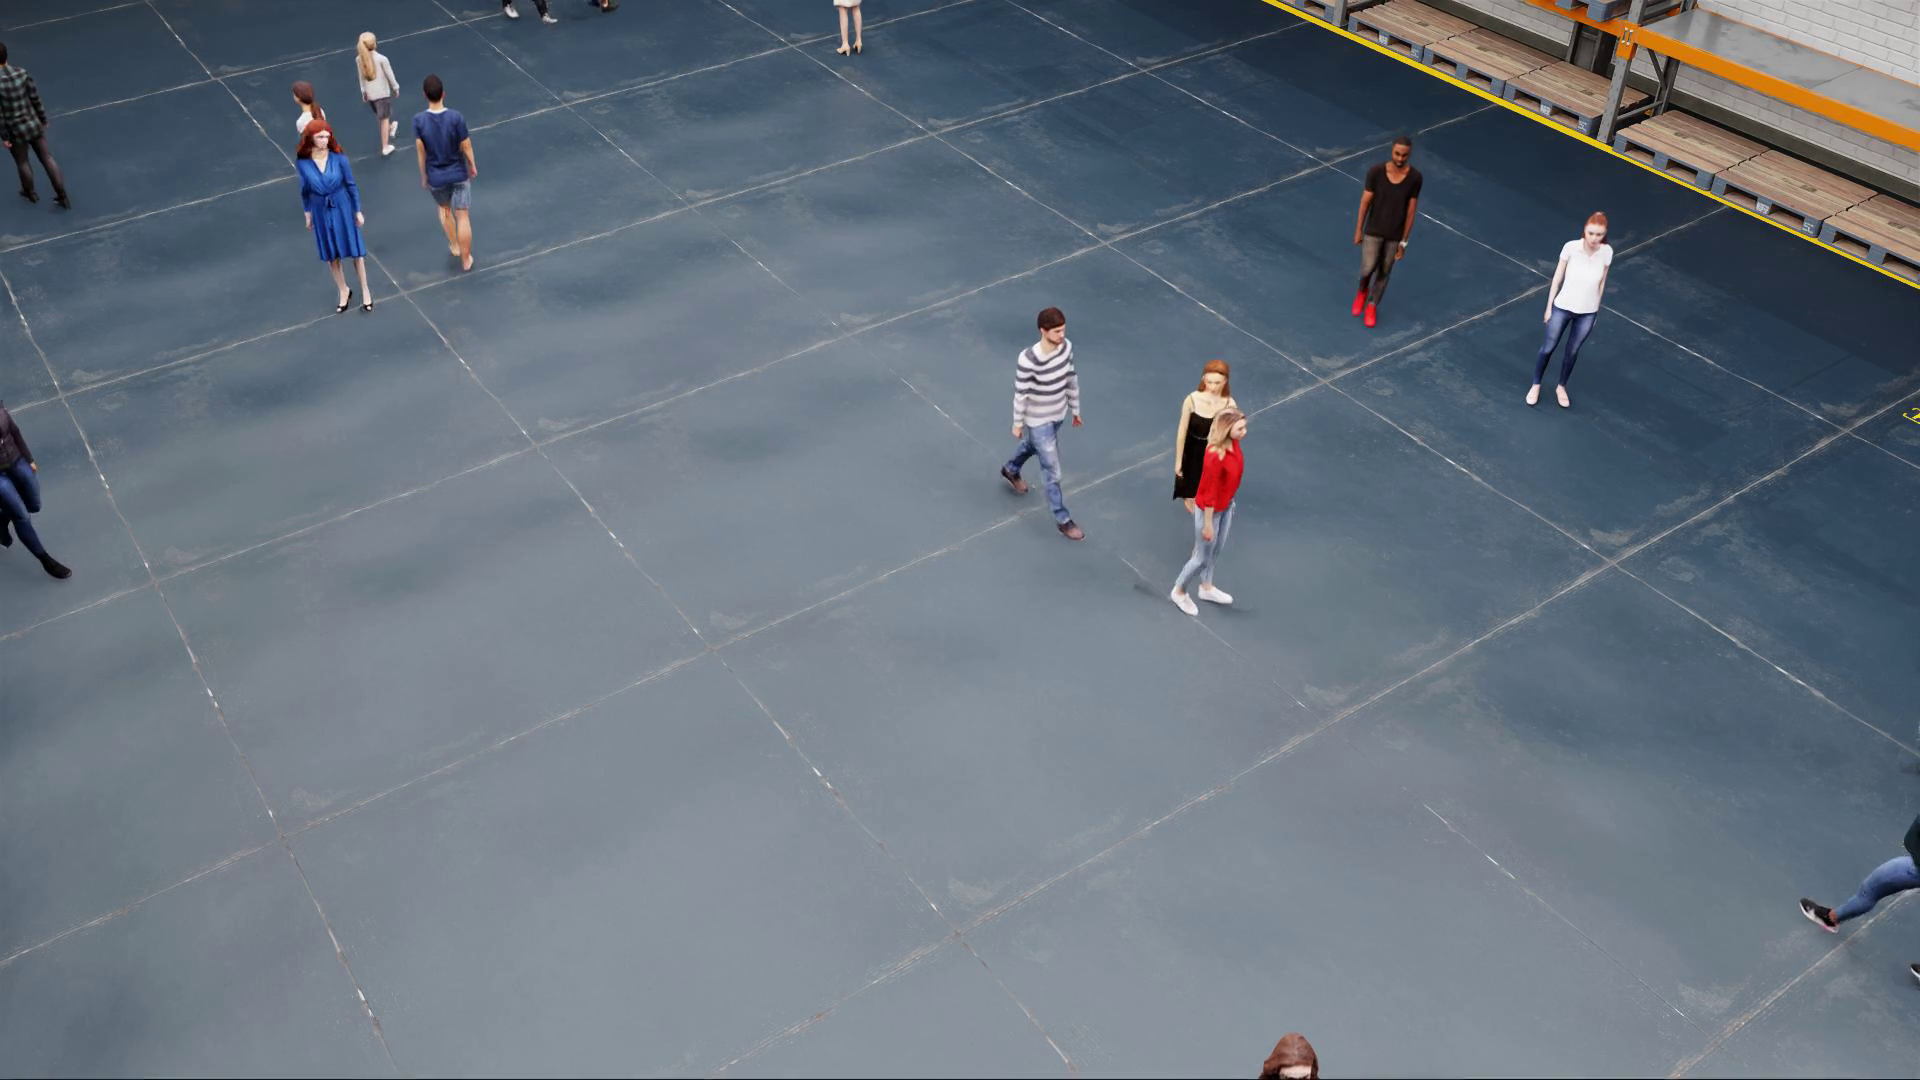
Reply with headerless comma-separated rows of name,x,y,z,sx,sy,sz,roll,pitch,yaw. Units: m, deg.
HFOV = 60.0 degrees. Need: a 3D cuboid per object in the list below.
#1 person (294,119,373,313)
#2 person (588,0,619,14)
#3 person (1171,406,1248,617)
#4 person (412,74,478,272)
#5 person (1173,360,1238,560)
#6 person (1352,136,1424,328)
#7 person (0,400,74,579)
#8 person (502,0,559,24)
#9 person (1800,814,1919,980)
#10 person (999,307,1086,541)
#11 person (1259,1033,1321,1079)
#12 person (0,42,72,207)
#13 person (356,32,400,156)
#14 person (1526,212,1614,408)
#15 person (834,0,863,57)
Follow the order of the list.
person,-5.528,-2.856,14.717,0.750,1.818,0.740,-2,39,-2
person,-4.498,-7.193,20.420,0.608,1.477,0.689,30,48,32
person,1.745,-0.226,11.507,0.781,1.713,0.749,18,42,21
person,-4.708,-3.318,15.286,0.798,1.829,0.880,-7,39,-9
person,1.762,-0.644,12.121,1.001,1.599,1.050,6,39,8
person,3.746,-2.753,14.608,0.787,1.793,0.848,9,39,11
person,-6.855,-0.483,11.814,1.068,1.732,0.918,16,41,19
person,-5.427,-7.127,20.150,1.214,1.710,0.794,30,47,32
person,5.358,1.830,9.045,0.643,1.573,1.112,-27,46,-30
person,0.557,-0.949,12.346,0.779,1.796,1.277,-30,47,-32
person,1.425,2.829,7.655,0.658,1.747,0.653,-7,39,-9
person,-9.192,-4.058,16.360,1.016,1.691,0.865,26,45,29
person,-6.118,-4.657,17.433,0.840,1.242,0.914,5,39,6
person,5.000,-1.879,13.557,0.639,1.738,0.705,7,39,9
person,-1.311,-6.520,19.370,0.613,1.736,0.564,-19,43,-23
